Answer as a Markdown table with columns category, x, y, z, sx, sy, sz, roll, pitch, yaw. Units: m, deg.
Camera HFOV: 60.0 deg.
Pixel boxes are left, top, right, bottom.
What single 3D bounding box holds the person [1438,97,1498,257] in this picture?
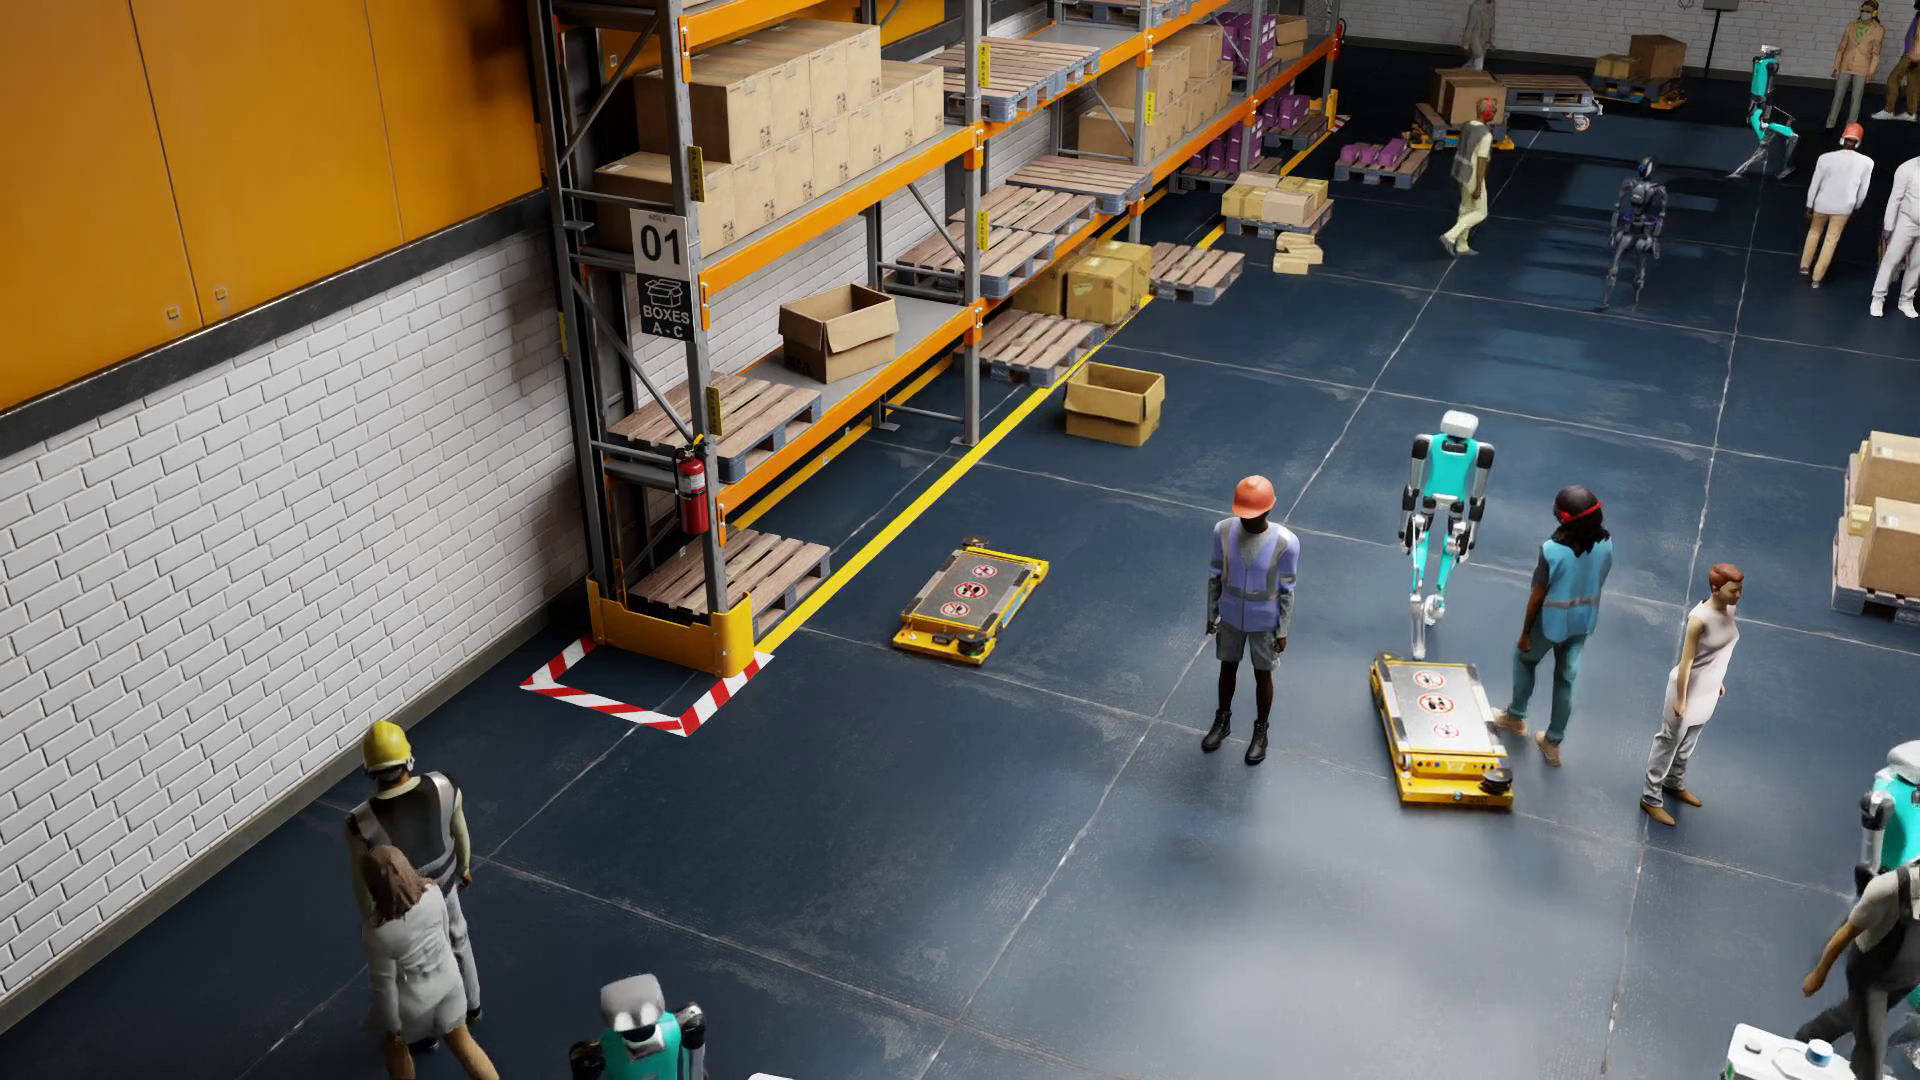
| category | x | y | z | sx | sy | sz | roll | pitch | yaw |
| --- | --- | --- | --- | --- | --- | --- | --- | --- | --- |
| person | 5.681 | -4.024 | 18.548 | 0.482 | 1.830 | 0.561 | -6 | 29 | -11 |

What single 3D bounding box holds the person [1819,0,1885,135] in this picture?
| category | x | y | z | sx | sy | sz | roll | pitch | yaw |
| --- | --- | --- | --- | --- | --- | --- | --- | --- | --- |
| person | 12.522 | -6.595 | 23.265 | 0.565 | 1.876 | 0.403 | 24 | 36 | 37 |

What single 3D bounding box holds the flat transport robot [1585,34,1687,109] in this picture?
| category | x | y | z | sx | sy | sz | roll | pitch | yaw |
| --- | --- | --- | --- | --- | --- | --- | --- | --- | --- |
| flat transport robot | 10.244 | -6.803 | 25.342 | 1.431 | 0.231 | 0.659 | 22 | 35 | 35 |

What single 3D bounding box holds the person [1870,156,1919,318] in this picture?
| category | x | y | z | sx | sy | sz | roll | pitch | yaw |
| --- | --- | --- | --- | --- | --- | --- | --- | --- | --- |
| person | 9.743 | -3.193 | 16.926 | 0.652 | 1.906 | 0.411 | 2 | 28 | 3 |

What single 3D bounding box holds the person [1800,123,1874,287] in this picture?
| category | x | y | z | sx | sy | sz | roll | pitch | yaw |
| --- | --- | --- | --- | --- | --- | --- | --- | --- | --- |
| person | 9.442 | -3.641 | 17.941 | 0.563 | 1.723 | 0.746 | 15 | 32 | 25 |

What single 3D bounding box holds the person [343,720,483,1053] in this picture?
| category | x | y | z | sx | sy | sz | roll | pitch | yaw |
| --- | --- | --- | --- | --- | --- | --- | --- | --- | --- |
| person | -2.631 | 1.663 | 8.003 | 0.404 | 1.824 | 0.598 | 24 | 37 | 37 |

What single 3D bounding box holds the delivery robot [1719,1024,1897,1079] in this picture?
| category | x | y | z | sx | sy | sz | roll | pitch | yaw |
| --- | --- | --- | --- | --- | --- | --- | --- | --- | --- |
| delivery robot | 3.915 | 2.560 | 7.673 | 0.782 | 0.587 | 0.499 | 16 | 32 | 27 |

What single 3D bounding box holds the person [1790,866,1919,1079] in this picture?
| category | x | y | z | sx | sy | sz | roll | pitch | yaw |
| --- | --- | --- | --- | --- | --- | --- | --- | --- | --- |
| person | 4.139 | 1.987 | 7.469 | 0.587 | 1.766 | 1.000 | -4 | 29 | -7 |

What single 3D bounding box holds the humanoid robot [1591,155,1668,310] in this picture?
| category | x | y | z | sx | sy | sz | roll | pitch | yaw |
| --- | --- | --- | --- | --- | --- | --- | --- | --- | --- |
| humanoid robot | 6.920 | -3.120 | 17.051 | 0.641 | 1.636 | 0.588 | -24 | 37 | -37 |

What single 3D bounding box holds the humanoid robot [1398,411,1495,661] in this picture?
| category | x | y | z | sx | sy | sz | roll | pitch | yaw |
| --- | --- | --- | --- | --- | --- | --- | --- | --- | --- |
| humanoid robot | 3.203 | 0.041 | 11.136 | 0.550 | 1.739 | 1.043 | 7 | 29 | 13 |

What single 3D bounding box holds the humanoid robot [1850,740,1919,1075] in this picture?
| category | x | y | z | sx | sy | sz | roll | pitch | yaw |
| --- | --- | --- | --- | --- | --- | --- | --- | --- | --- |
| humanoid robot | 4.508 | 1.823 | 7.803 | 0.539 | 1.770 | 0.750 | -17 | 32 | -28 |

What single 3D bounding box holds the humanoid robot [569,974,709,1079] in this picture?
| category | x | y | z | sx | sy | sz | roll | pitch | yaw |
| --- | --- | --- | --- | --- | --- | --- | --- | --- | --- |
| humanoid robot | -1.338 | 2.398 | 6.823 | 0.530 | 1.859 | 0.733 | -15 | 32 | -25 |

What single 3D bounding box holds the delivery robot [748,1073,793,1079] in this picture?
| category | x | y | z | sx | sy | sz | roll | pitch | yaw |
| --- | --- | --- | --- | --- | --- | --- | --- | --- | --- |
| delivery robot | -0.897 | 2.762 | 7.322 | 0.499 | 0.610 | 0.788 | 7 | 29 | 12 |

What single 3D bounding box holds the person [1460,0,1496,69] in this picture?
| category | x | y | z | sx | sy | sz | roll | pitch | yaw |
| --- | --- | --- | --- | --- | --- | --- | --- | --- | --- |
| person | 7.799 | -7.565 | 25.165 | 0.499 | 1.799 | 0.881 | -22 | 35 | -35 |

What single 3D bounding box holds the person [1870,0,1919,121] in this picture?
| category | x | y | z | sx | sy | sz | roll | pitch | yaw |
| --- | --- | --- | --- | --- | --- | --- | --- | --- | --- |
| person | 13.694 | -7.023 | 24.026 | 0.733 | 1.903 | 0.573 | 17 | 33 | 29 |

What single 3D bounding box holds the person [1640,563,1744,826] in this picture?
| category | x | y | z | sx | sy | sz | roll | pitch | yaw |
| --- | --- | --- | --- | --- | --- | --- | --- | --- | --- |
| person | 4.272 | 0.877 | 9.635 | 0.438 | 1.660 | 0.286 | -20 | 34 | -32 |

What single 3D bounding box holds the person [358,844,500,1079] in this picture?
| category | x | y | z | sx | sy | sz | roll | pitch | yaw |
| --- | --- | --- | --- | --- | --- | --- | --- | --- | --- |
| person | -2.397 | 2.053 | 7.480 | 0.803 | 1.631 | 0.488 | 18 | 33 | 30 |

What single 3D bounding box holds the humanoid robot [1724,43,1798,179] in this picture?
| category | x | y | z | sx | sy | sz | roll | pitch | yaw |
| --- | --- | --- | --- | --- | --- | --- | --- | --- | --- |
| humanoid robot | 10.525 | -5.470 | 21.377 | 1.020 | 1.781 | 0.532 | 0 | 28 | 0 |

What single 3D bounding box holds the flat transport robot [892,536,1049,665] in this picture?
| category | x | y | z | sx | sy | sz | roll | pitch | yaw |
| --- | --- | --- | --- | --- | --- | --- | --- | --- | --- |
| flat transport robot | 0.098 | 0.418 | 11.952 | 0.659 | 0.231 | 1.431 | 11 | 30 | 19 |

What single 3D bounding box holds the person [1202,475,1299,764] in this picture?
| category | x | y | z | sx | sy | sz | roll | pitch | yaw |
| --- | --- | --- | --- | --- | --- | --- | --- | --- | --- |
| person | 1.741 | 0.475 | 10.105 | 0.542 | 1.929 | 0.386 | 14 | 31 | 23 |

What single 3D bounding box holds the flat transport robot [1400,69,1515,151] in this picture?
| category | x | y | z | sx | sy | sz | roll | pitch | yaw |
| --- | --- | --- | --- | --- | --- | --- | --- | --- | --- |
| flat transport robot | 6.909 | -5.603 | 23.118 | 1.431 | 0.231 | 0.659 | 0 | 28 | 1 |

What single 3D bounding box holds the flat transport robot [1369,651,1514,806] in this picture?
| category | x | y | z | sx | sy | sz | roll | pitch | yaw |
| --- | --- | --- | --- | --- | --- | --- | --- | --- | --- |
| flat transport robot | 3.031 | 1.176 | 10.548 | 0.659 | 0.231 | 1.431 | 2 | 28 | 4 |

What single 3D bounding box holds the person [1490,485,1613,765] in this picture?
| category | x | y | z | sx | sy | sz | roll | pitch | yaw |
| --- | --- | --- | --- | --- | --- | --- | --- | --- | --- |
| person | 3.660 | 0.485 | 10.176 | 0.574 | 1.849 | 0.597 | -5 | 29 | -8 |
